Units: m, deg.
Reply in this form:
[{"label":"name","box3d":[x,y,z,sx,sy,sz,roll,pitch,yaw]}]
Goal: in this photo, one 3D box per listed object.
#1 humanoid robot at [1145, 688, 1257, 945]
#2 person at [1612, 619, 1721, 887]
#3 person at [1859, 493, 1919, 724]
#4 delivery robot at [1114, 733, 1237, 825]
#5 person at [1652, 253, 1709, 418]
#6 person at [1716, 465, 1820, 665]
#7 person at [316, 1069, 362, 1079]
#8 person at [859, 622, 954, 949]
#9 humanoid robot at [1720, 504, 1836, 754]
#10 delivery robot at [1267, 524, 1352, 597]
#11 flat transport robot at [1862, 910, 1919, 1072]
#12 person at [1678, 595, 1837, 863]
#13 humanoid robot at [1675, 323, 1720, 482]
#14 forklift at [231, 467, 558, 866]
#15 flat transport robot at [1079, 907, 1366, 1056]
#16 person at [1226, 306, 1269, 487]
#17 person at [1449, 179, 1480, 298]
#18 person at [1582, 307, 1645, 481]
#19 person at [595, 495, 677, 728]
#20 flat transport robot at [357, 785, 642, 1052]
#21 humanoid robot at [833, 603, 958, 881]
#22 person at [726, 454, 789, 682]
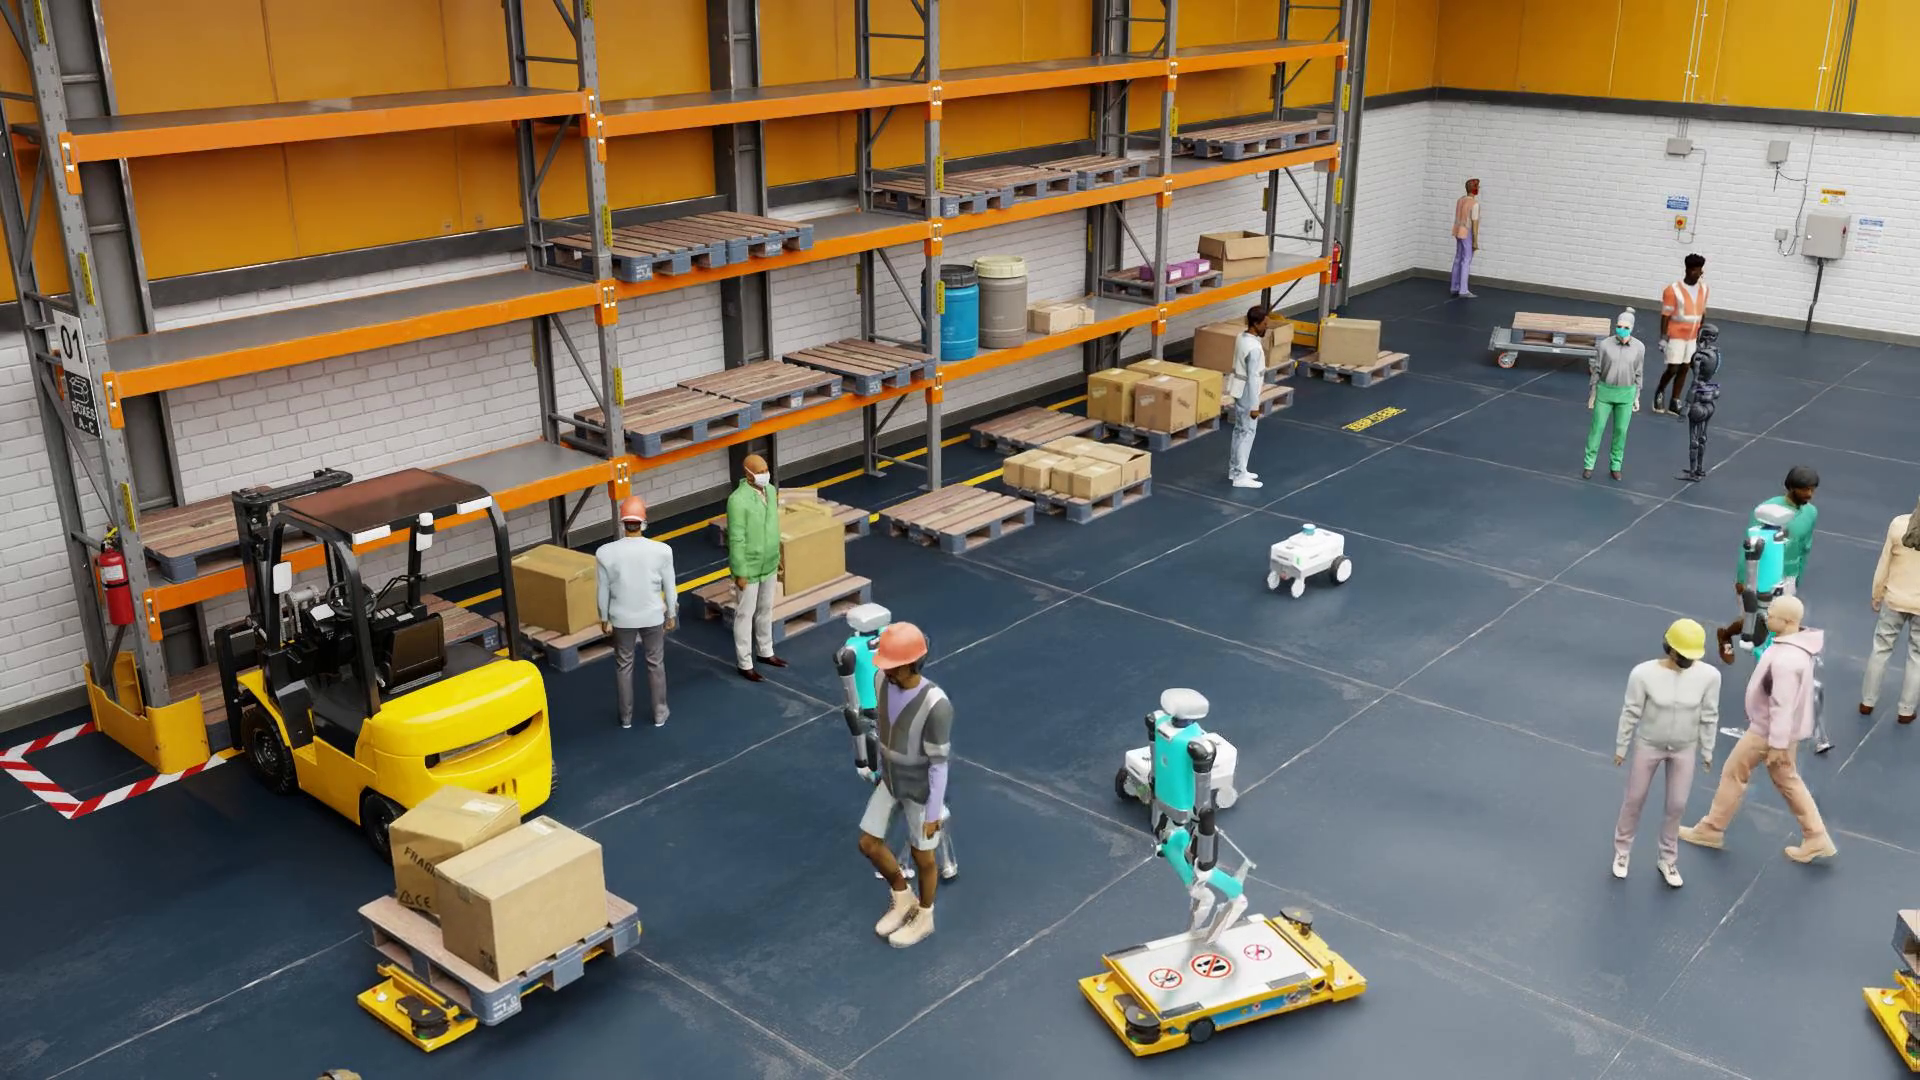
[{"label":"humanoid robot","box3d":[1.348,1.657,9.071,0.662,1.885,0.544,-10,23,-26]},{"label":"person","box3d":[4.231,1.263,9.987,0.543,1.750,0.382,3,21,9]},{"label":"person","box3d":[6.909,0.447,12.040,0.569,1.868,0.408,13,24,32]},{"label":"delivery robot","box3d":[1.460,1.529,10.983,0.769,0.587,0.499,-9,22,-22]},{"label":"person","box3d":[8.548,-2.414,19.665,0.604,1.957,0.422,-7,21,-17]},{"label":"person","box3d":[6.119,0.254,12.619,0.533,1.820,0.611,-2,20,-5]},{"label":"person","box3d":[-2.082,2.685,5.867,0.626,1.940,0.373,16,25,36]},{"label":"person","box3d":[-0.321,1.385,9.266,0.500,2.024,0.646,-18,27,-39]},{"label":"humanoid robot","box3d":[5.863,0.699,11.613,0.540,1.808,0.913,-18,27,-41]},{"label":"delivery robot","box3d":[3.087,0.158,14.736,0.811,0.613,0.499,-17,26,-39]},{"label":"flat transport robot","box3d":[5.577,2.552,8.637,1.431,0.231,0.659,2,20,6]},{"label":"person","box3d":[5.067,1.171,10.265,0.884,1.744,0.538,15,25,36]},{"label":"humanoid robot","box3d":[7.748,-1.450,17.426,0.315,1.657,0.599,18,27,40]},{"label":"forklift","box3d":[-3.730,0.710,10.856,2.313,2.155,1.214,17,26,38]},{"label":"flat transport robot","box3d":[1.431,2.392,9.070,1.431,0.231,0.659,-9,22,-22]},{"label":"person","box3d":[2.976,-1.483,17.210,0.408,1.908,0.595,-2,20,-4]},{"label":"person","box3d":[7.938,-4.734,26.094,0.387,1.849,0.566,-5,21,-13]},{"label":"person","box3d":[6.862,-1.528,17.425,0.524,1.838,0.325,4,21,11]},{"label":"person","box3d":[-2.327,0.522,12.010,0.572,1.742,0.352,-4,21,-10]},{"label":"flat transport robot","box3d":[-2.538,2.322,9.261,0.659,0.231,1.431,16,26,37]},{"label":"humanoid robot","box3d":[-0.277,1.289,9.937,0.879,1.769,0.585,16,26,37]},{"label":"person","box3d":[-1.569,0.196,12.834,0.387,1.784,0.537,12,24,30]}]
